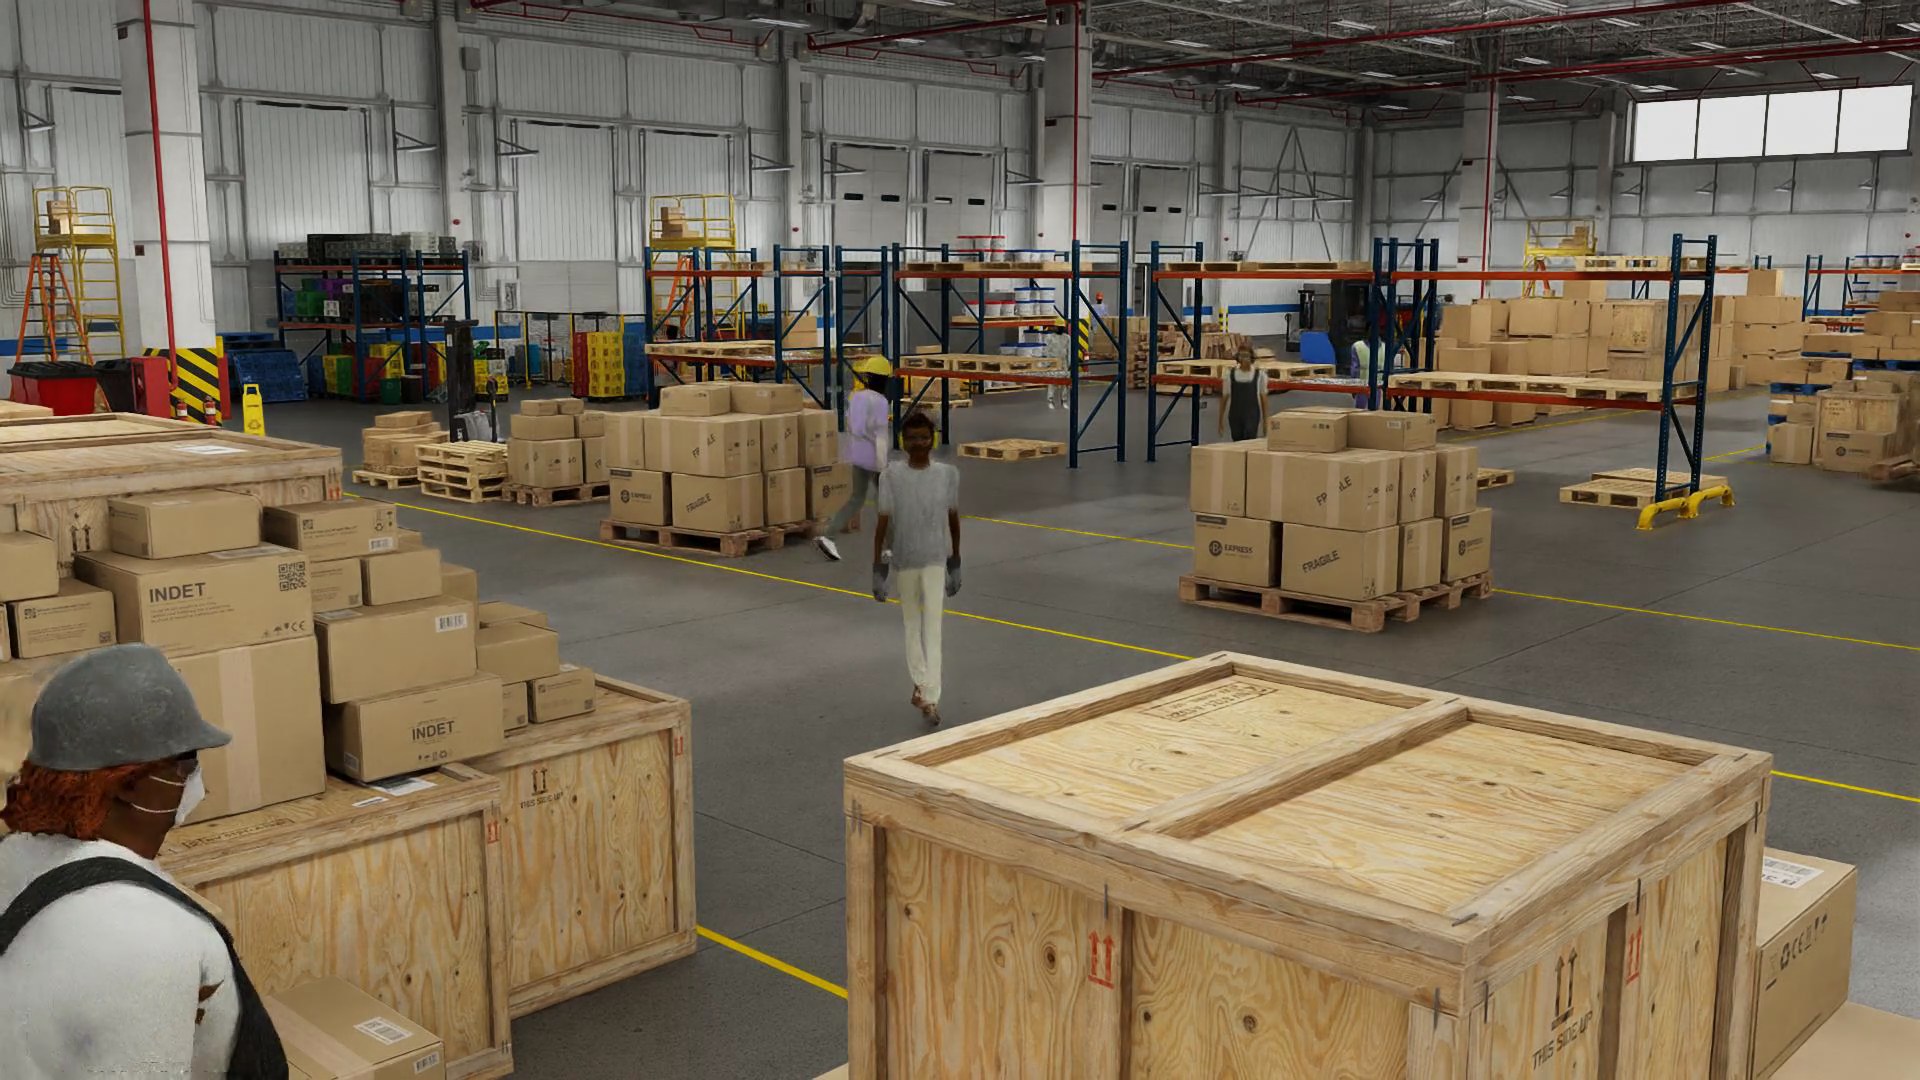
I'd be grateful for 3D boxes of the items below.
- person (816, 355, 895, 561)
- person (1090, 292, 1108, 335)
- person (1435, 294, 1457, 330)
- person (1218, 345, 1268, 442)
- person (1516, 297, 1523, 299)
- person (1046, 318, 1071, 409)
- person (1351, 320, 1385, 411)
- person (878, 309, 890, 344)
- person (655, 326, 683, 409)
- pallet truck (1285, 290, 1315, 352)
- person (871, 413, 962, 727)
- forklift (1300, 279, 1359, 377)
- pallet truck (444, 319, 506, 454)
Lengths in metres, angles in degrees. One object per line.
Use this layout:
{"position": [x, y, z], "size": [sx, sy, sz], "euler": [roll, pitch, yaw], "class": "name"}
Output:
{"position": [-0.870, -0.744, 15.150], "size": [0.929, 1.887, 0.587], "euler": [-7, 12, -37], "class": "person"}
{"position": [4.310, -6.705, 51.570], "size": [0.544, 1.930, 0.388], "euler": [0, 9, 1], "class": "person"}
{"position": [14.683, -6.500, 50.367], "size": [0.657, 1.900, 0.786], "euler": [0, 9, 1], "class": "person"}
{"position": [3.241, -1.341, 19.091], "size": [0.529, 1.793, 0.959], "euler": [4, 10, 21], "class": "person"}
{"position": [14.399, -5.310, 42.987], "size": [0.550, 1.935, 0.375], "euler": [6, 11, 31], "class": "person"}
{"position": [1.873, -3.342, 31.552], "size": [0.484, 1.736, 0.346], "euler": [-2, 9, -11], "class": "person"}
{"position": [5.966, -2.247, 24.263], "size": [0.590, 1.919, 0.391], "euler": [-3, 10, -16], "class": "person"}
{"position": [-2.014, -5.352, 44.185], "size": [0.323, 1.631, 0.523], "euler": [1, 9, 5], "class": "person"}
{"position": [-5.174, -3.032, 29.922], "size": [0.534, 1.633, 0.912], "euler": [7, 12, 38], "class": "person"}
{"position": [11.297, -6.951, 52.861], "size": [1.885, 1.965, 0.823], "euler": [-5, 11, -29], "class": "pallet truck"}
{"position": [-0.257, 0.166, 9.780], "size": [0.539, 1.813, 0.997], "euler": [0, 9, -1], "class": "person"}
{"position": [9.457, -5.468, 41.070], "size": [1.873, 2.768, 1.129], "euler": [9, 13, 43], "class": "forklift"}
{"position": [-6.981, -1.942, 22.150], "size": [1.885, 1.965, 0.823], "euler": [1, 9, 9], "class": "pallet truck"}
